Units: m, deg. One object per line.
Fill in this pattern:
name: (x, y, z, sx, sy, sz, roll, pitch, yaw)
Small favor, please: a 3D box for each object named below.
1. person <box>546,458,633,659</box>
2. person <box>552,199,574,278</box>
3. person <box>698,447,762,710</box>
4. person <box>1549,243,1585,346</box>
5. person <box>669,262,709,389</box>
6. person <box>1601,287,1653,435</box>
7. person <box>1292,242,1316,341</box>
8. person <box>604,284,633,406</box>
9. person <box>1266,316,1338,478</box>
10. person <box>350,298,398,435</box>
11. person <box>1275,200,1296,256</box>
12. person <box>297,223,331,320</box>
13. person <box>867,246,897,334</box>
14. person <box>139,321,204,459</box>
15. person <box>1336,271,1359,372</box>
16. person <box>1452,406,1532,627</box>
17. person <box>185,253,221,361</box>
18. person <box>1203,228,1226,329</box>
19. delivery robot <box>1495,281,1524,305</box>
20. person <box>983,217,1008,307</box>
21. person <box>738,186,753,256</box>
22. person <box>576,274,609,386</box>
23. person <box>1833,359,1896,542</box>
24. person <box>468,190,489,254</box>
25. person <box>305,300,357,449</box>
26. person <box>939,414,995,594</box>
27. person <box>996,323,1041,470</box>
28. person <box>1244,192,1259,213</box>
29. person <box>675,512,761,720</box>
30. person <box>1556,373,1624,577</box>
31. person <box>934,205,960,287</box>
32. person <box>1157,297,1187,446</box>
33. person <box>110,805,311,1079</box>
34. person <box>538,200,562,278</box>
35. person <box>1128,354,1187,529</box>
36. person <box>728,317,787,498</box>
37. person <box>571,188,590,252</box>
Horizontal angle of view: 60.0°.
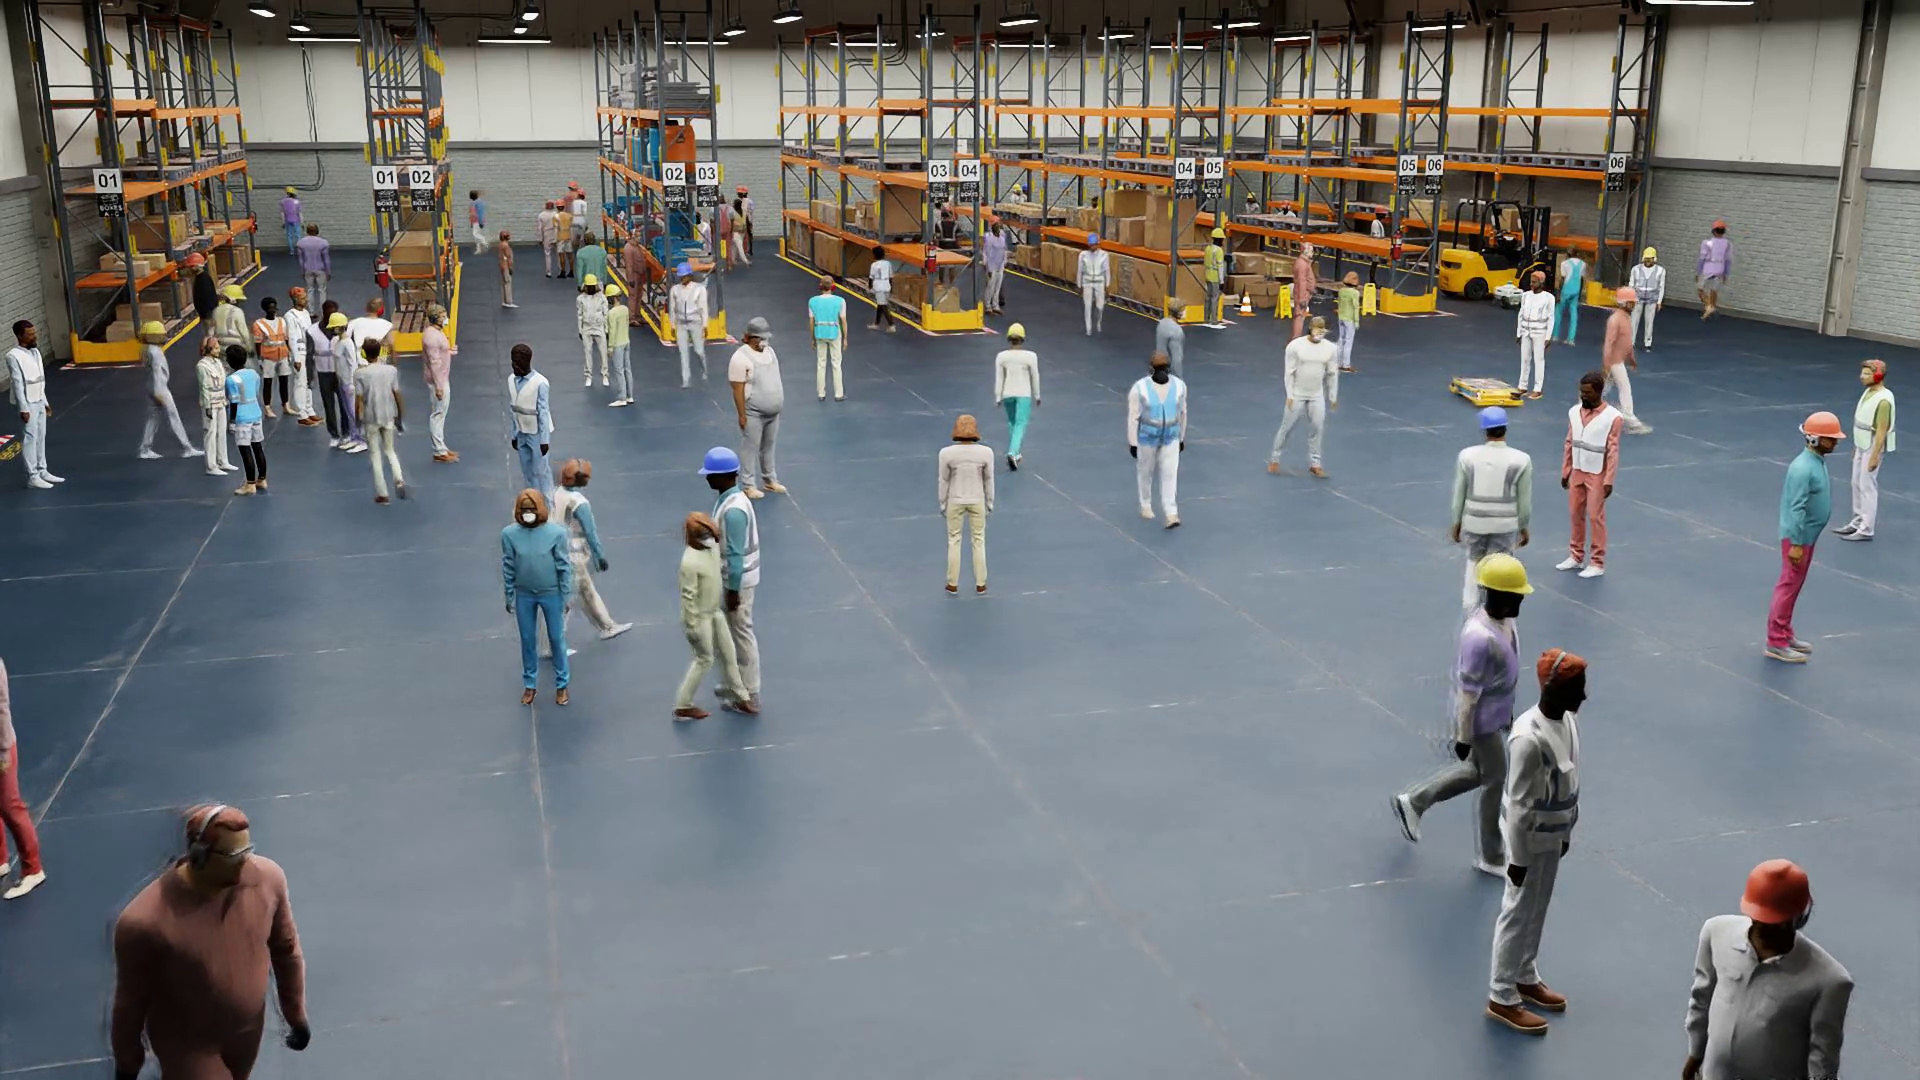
person: (-2.979, 0.128, 13.279, 0.857, 1.598, 0.513, -10, 18, -32)
person: (-9.851, -7.463, 41.225, 0.376, 1.934, 0.547, 14, 21, 43)
person: (-1.666, 0.270, 12.127, 0.421, 1.937, 0.608, -4, 15, -14)
person: (10.983, -4.457, 30.126, 0.549, 1.814, 0.809, -3, 15, -12)
person: (-4.162, -3.307, 25.578, 0.634, 1.934, 0.561, 2, 15, 9)
person: (8.769, -2.406, 22.184, 1.033, 1.944, 0.626, 10, 18, 33)
person: (6.070, -4.298, 29.372, 0.403, 1.904, 0.651, 2, 15, 9)
person: (-4.952, -2.813, 24.055, 0.322, 1.765, 0.523, 4, 15, 15)
person: (4.032, -1.691, 19.547, 0.810, 1.915, 0.547, -2, 15, -8)
person: (-7.760, -2.296, 22.029, 0.583, 1.797, 0.709, 0, 15, 1)
person: (8.565, -8.083, 43.903, 0.571, 1.751, 0.329, 12, 19, 37)
person: (-12.978, -5.401, 33.486, 0.623, 1.932, 0.366, -1, 15, -6)
person: (-1.487, -4.748, 31.548, 0.819, 1.651, 0.554, 11, 18, 35)
person: (-9.844, -1.847, 20.517, 0.740, 1.710, 0.505, -10, 18, -34)
person: (6.328, -3.557, 27.119, 0.287, 1.629, 0.501, -6, 16, -22)
person: (4.384, -0.148, 13.701, 0.631, 1.926, 0.425, 9, 18, 31)
person: (-12.057, -3.586, 26.552, 0.424, 1.982, 0.616, -12, 19, -39)
person: (4.941, -5.060, 32.195, 0.367, 1.926, 0.594, -6, 16, -21)
delivery robot: (11.705, -5.269, 35.434, 0.477, 0.478, 0.707, -2, 15, -8)
person: (0.764, -5.976, 35.704, 0.566, 1.888, 0.979, -3, 15, -11)
person: (-6.094, -9.031, 47.118, 0.545, 1.938, 0.362, 11, 18, 35)
person: (-5.667, -3.243, 25.727, 0.484, 1.736, 0.322, -2, 15, -8)
person: (9.148, -0.896, 16.702, 0.390, 1.837, 0.575, 3, 15, 12)
person: (-13.784, -9.056, 47.427, 0.431, 1.828, 0.629, -9, 17, -29)
person: (-7.953, -2.091, 21.088, 0.593, 1.891, 0.687, -4, 16, -16)
person: (0.059, -0.317, 14.927, 0.502, 1.627, 0.273, -1, 15, -4)
person: (0.670, -1.743, 20.084, 0.524, 1.735, 0.806, 6, 16, 22)
person: (8.325, -9.074, 47.650, 0.484, 1.745, 0.298, 14, 20, 42)
person: (-1.766, 0.540, 11.792, 0.579, 1.571, 0.565, 3, 15, 12)
person: (5.881, -0.619, 15.532, 0.400, 1.907, 0.599, -8, 17, -27)
person: (-0.309, -6.637, 38.006, 0.620, 1.984, 1.048, -3, 15, -9)
person: (2.674, -2.122, 21.154, 0.373, 1.926, 0.638, -3, 15, -10)
person: (-2.812, 1.863, 6.300, 1.014, 1.854, 0.674, 10, 18, 33)
person: (-10.160, -7.496, 41.404, 0.644, 1.907, 0.399, -4, 15, -16)
person: (2.060, -1.032, 17.288, 0.649, 1.792, 0.951, -2, 15, -6)
person: (-2.224, -1.488, 18.536, 0.535, 2.000, 0.687, 10, 18, 33)
person: (-10.585, -8.914, 46.742, 0.573, 1.906, 0.762, 7, 16, 23)
